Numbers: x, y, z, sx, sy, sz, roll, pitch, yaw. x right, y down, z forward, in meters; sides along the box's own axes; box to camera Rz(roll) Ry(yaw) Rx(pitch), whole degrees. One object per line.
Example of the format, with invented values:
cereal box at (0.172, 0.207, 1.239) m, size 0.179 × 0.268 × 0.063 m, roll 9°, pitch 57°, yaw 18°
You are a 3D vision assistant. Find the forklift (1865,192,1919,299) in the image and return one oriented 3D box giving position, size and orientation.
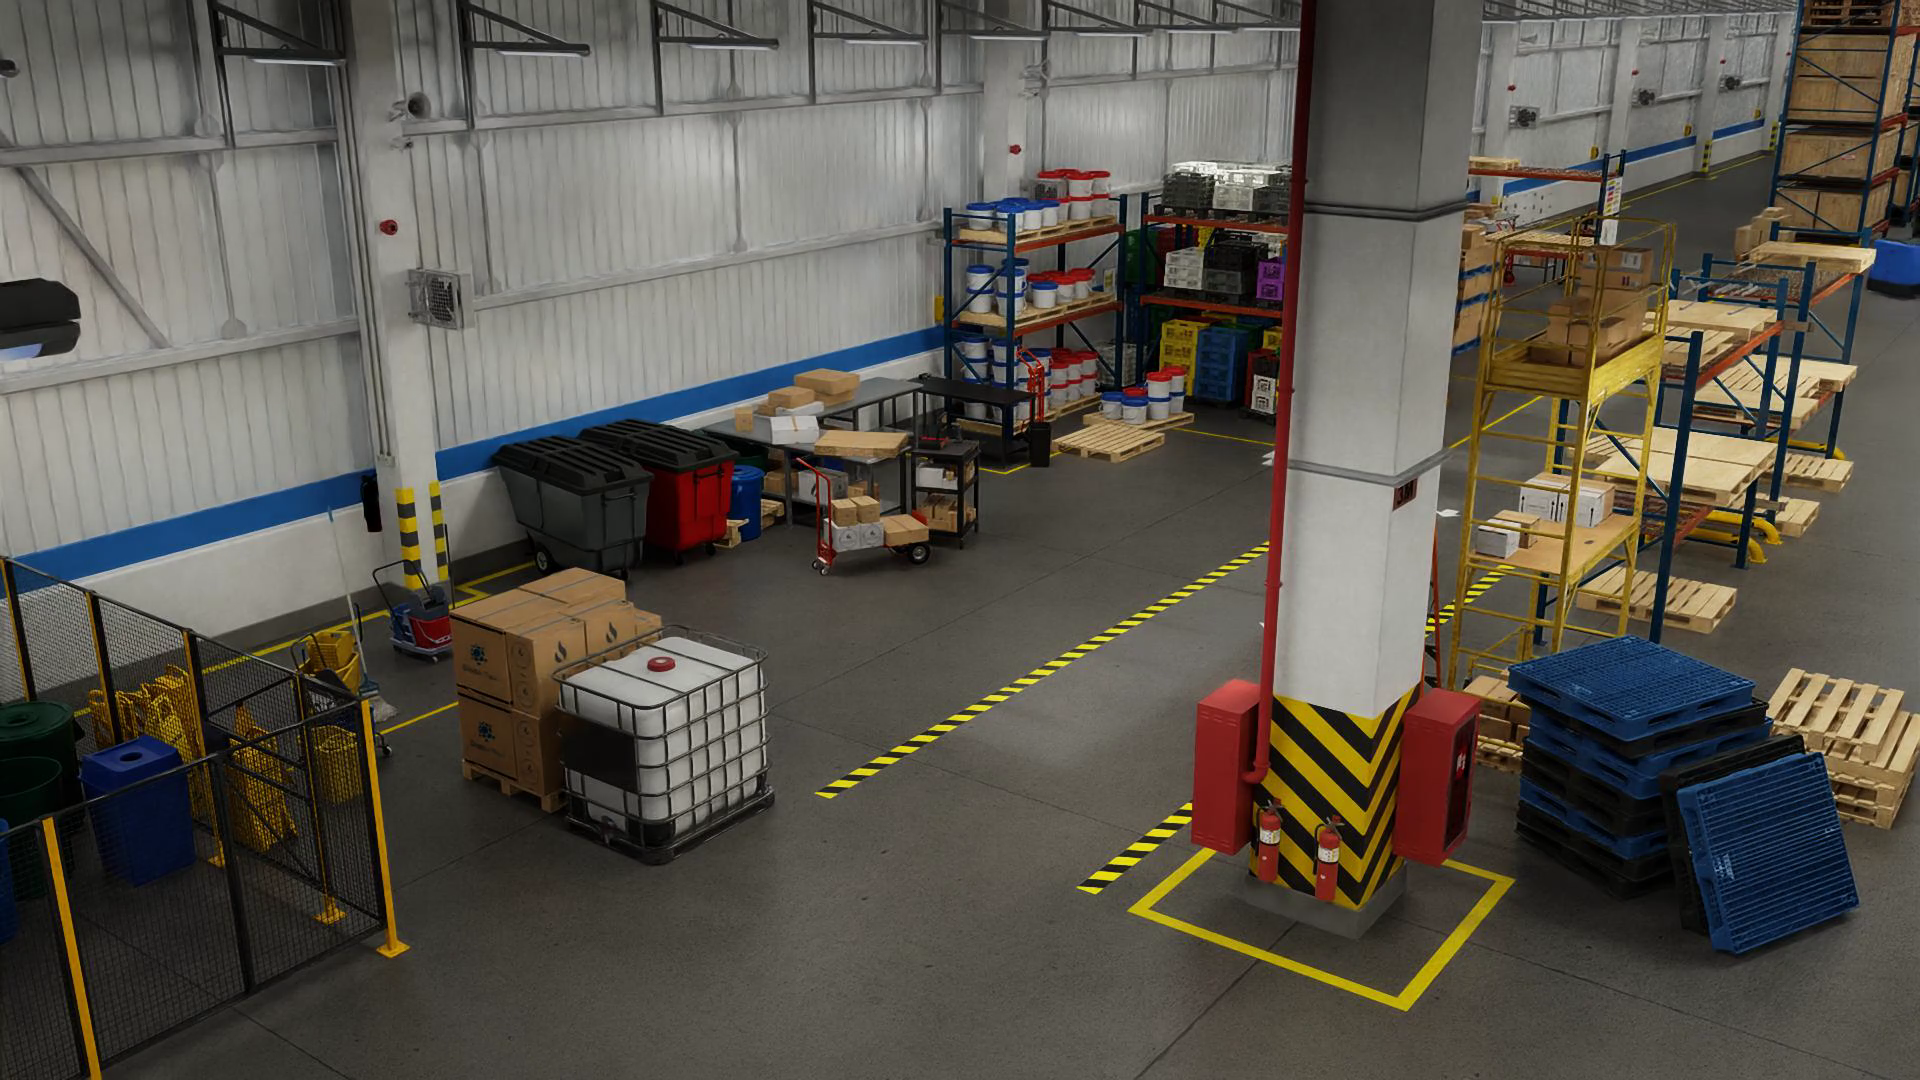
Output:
forklift at (19.152, -6.220, 32.657) m, size 1.873 × 2.768 × 1.129 m, roll -3°, pitch 18°, yaw -10°
